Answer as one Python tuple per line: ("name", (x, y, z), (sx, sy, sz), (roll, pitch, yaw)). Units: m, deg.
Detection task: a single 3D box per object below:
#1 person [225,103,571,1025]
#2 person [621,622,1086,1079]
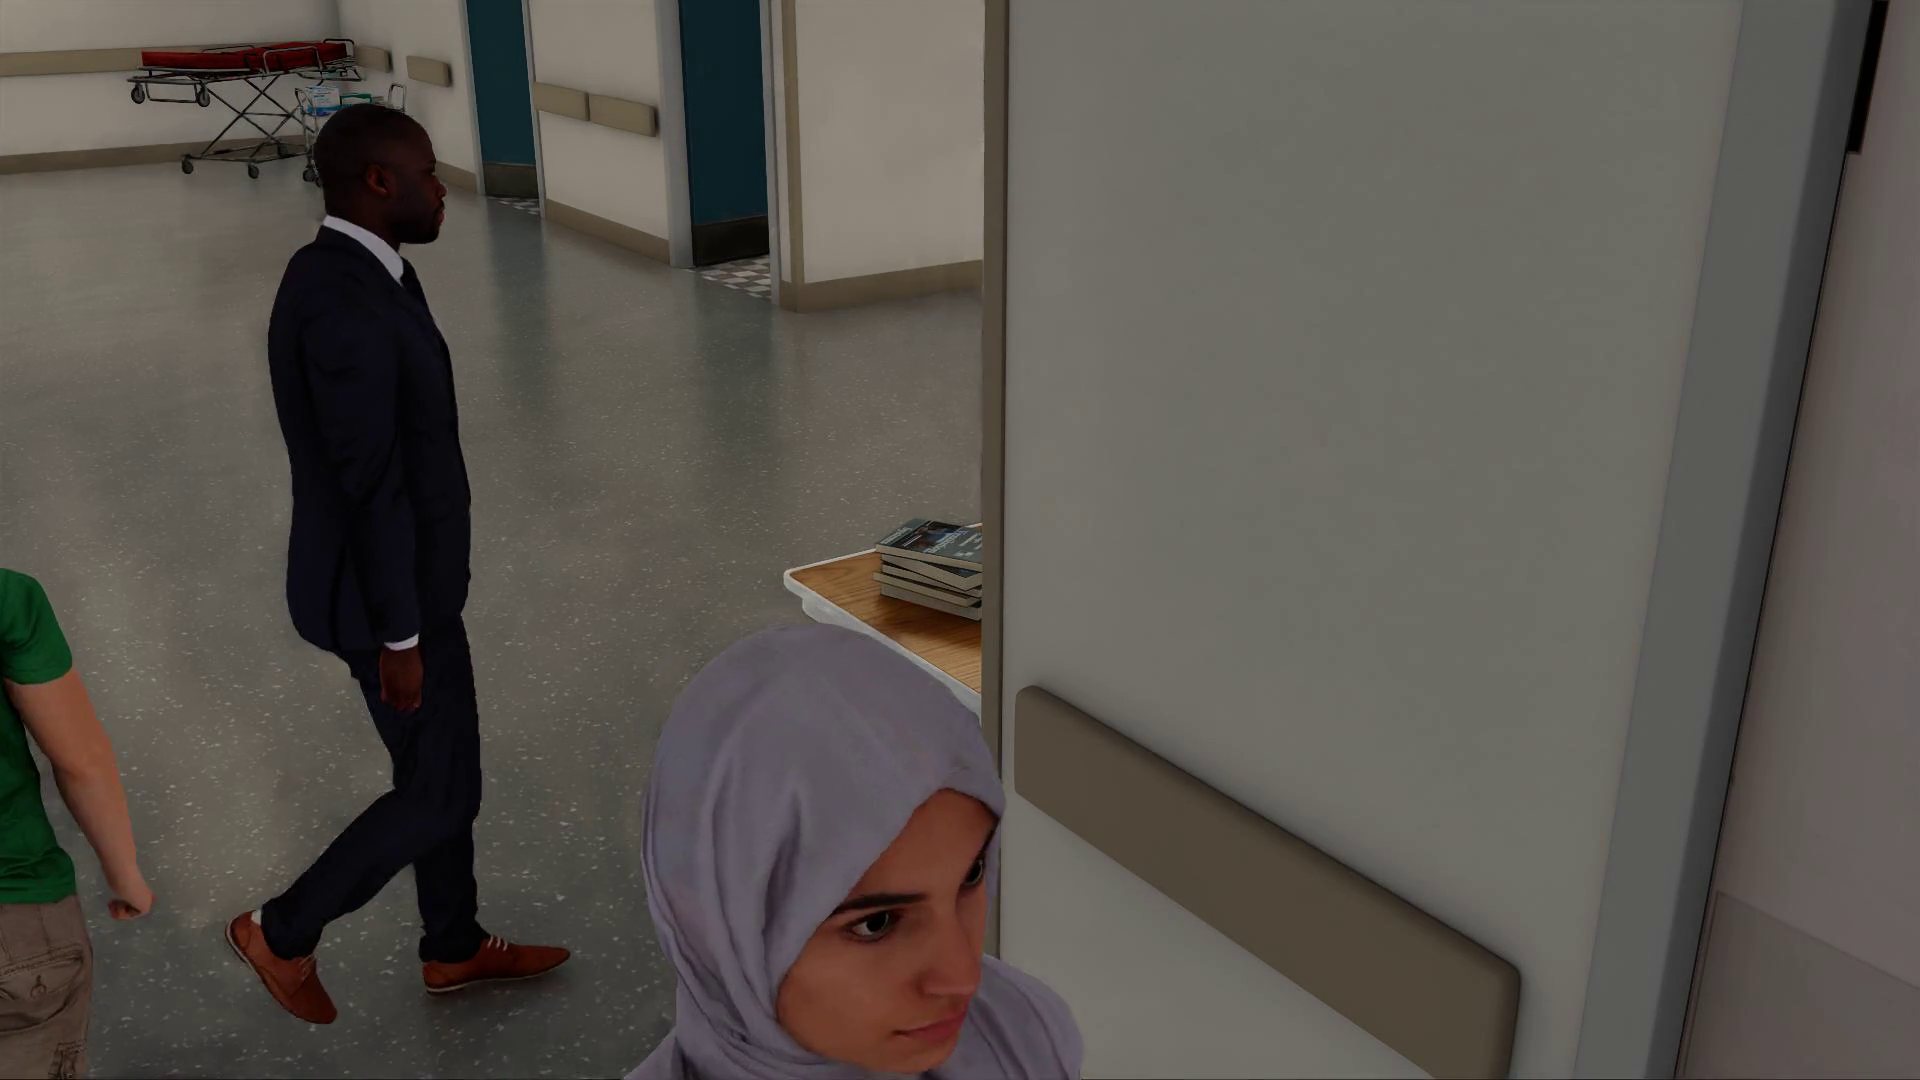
("person", (-1.152, 0.126, 3.124), (0.919, 1.802, 0.911), (-6, 22, -16))
("person", (-0.148, 0.868, 1.248), (1.196, 1.743, 0.797), (17, 27, 38))
